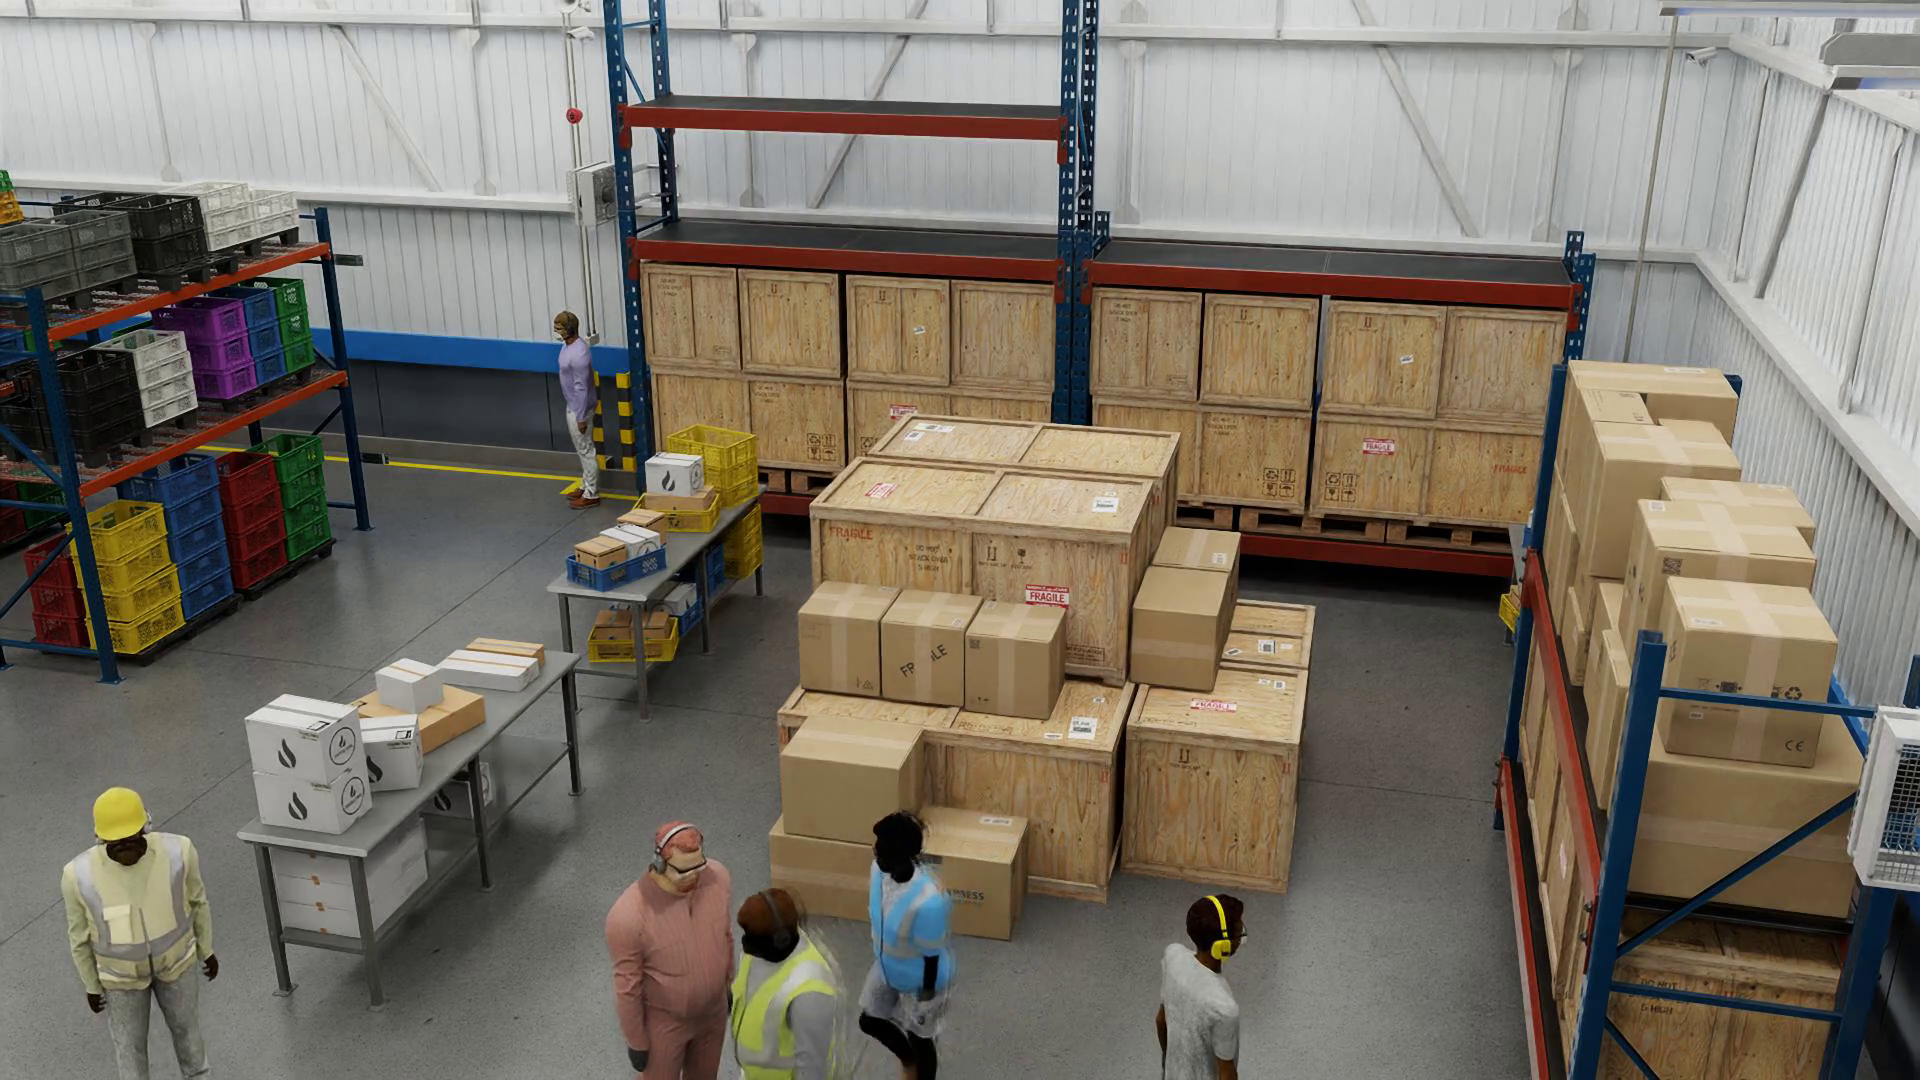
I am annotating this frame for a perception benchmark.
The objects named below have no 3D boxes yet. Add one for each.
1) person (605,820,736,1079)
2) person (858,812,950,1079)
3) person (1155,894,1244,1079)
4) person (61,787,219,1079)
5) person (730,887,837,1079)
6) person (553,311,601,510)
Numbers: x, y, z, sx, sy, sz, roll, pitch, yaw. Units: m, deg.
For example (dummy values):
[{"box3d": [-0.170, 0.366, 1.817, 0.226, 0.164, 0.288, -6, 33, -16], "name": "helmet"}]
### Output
[{"box3d": [-1.206, 2.076, 7.315, 0.401, 1.901, 0.642, 18, 27, 39], "name": "person"}, {"box3d": [-0.255, 2.016, 7.756, 0.367, 1.678, 0.545, -16, 26, -36], "name": "person"}, {"box3d": [1.003, 2.272, 6.845, 0.319, 1.866, 0.532, -10, 23, -24], "name": "person"}, {"box3d": [-3.759, 1.958, 7.710, 0.591, 1.834, 0.404, -13, 25, -31], "name": "person"}, {"box3d": [-0.677, 2.231, 7.055, 0.938, 1.800, 0.635, -11, 24, -27], "name": "person"}, {"box3d": [-3.670, -1.260, 16.000, 0.374, 1.933, 0.625, -7, 22, -18], "name": "person"}]
